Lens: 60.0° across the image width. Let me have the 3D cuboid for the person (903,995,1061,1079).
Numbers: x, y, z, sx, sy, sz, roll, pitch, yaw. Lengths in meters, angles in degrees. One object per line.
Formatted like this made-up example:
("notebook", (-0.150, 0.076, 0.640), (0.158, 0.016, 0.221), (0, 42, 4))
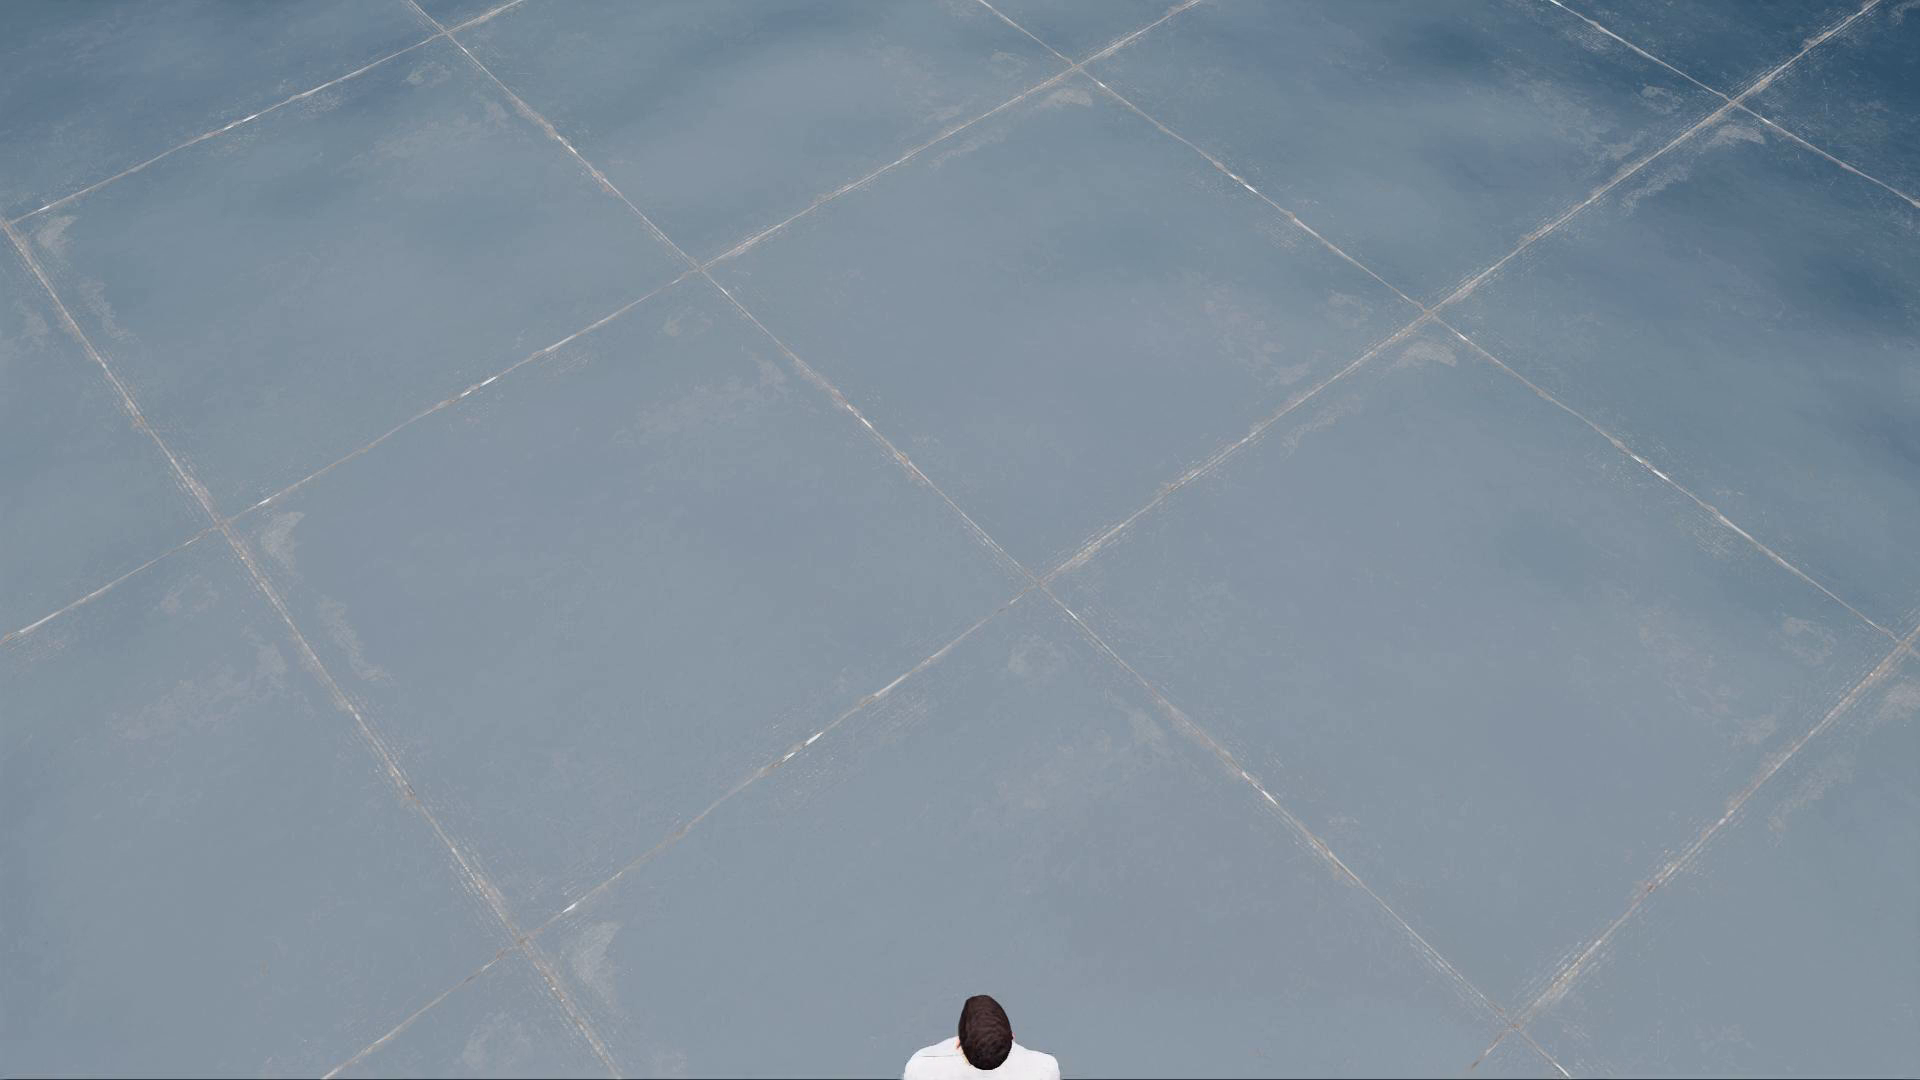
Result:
("person", (0.063, 2.117, 5.742), (1.164, 1.834, 1.175), (0, 52, 0))
